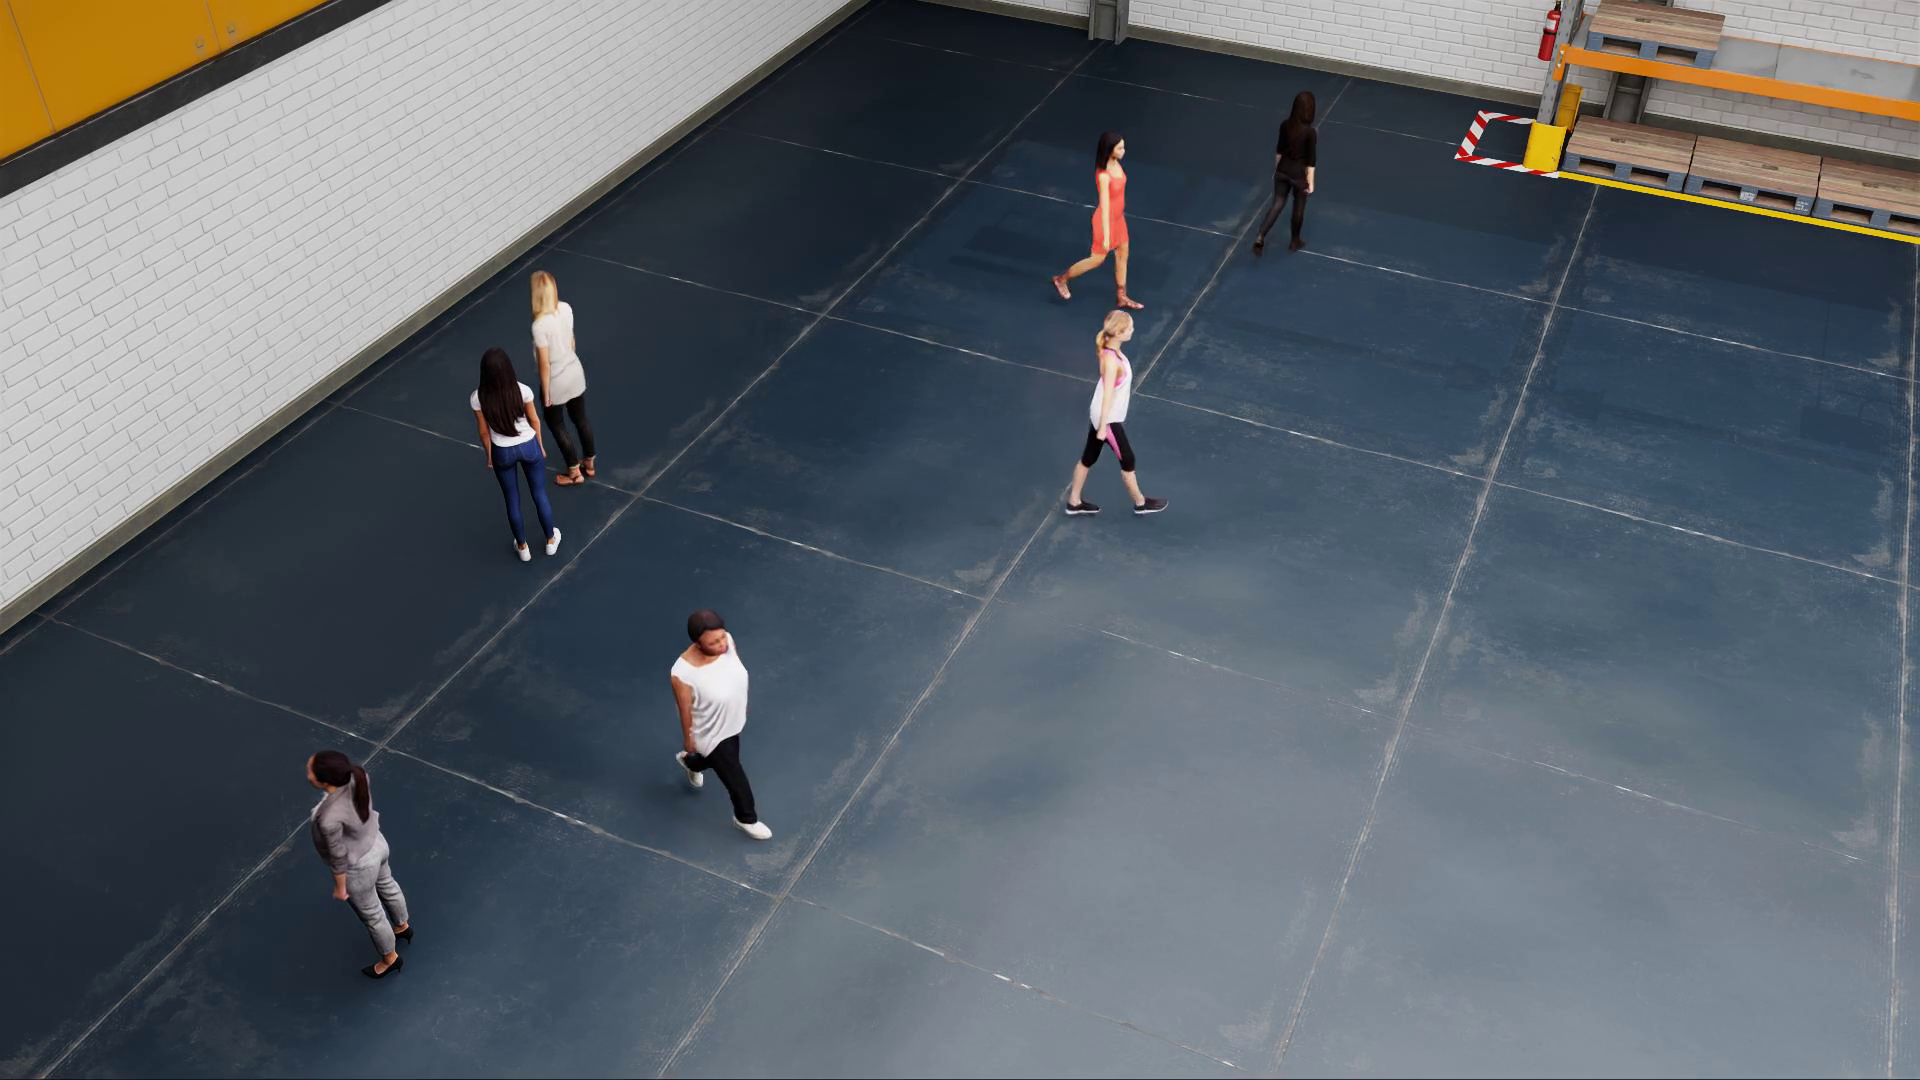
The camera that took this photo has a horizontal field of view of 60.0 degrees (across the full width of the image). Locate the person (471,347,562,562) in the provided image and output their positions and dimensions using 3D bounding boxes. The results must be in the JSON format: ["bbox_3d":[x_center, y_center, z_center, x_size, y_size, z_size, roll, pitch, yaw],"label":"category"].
[{"bbox_3d":[-3.173,-0.609,11.896,0.651,1.775,0.726,-10,40,-12],"label":"person"}]

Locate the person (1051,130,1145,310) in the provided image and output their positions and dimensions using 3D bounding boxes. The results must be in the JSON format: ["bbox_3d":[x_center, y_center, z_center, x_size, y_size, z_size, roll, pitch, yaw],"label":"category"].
[{"bbox_3d":[1.225,-2.797,14.700,1.122,1.694,0.725,10,40,12],"label":"person"}]

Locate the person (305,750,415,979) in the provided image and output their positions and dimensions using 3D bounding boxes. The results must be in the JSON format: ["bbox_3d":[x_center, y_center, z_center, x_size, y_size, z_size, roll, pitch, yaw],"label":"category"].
[{"bbox_3d":[-3.251,1.742,9.029,0.700,1.678,0.694,4,39,5],"label":"person"}]

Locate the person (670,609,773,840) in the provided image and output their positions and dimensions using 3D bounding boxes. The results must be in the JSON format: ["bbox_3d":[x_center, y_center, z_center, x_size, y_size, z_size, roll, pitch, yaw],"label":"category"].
[{"bbox_3d":[-1.475,1.047,9.910,1.010,1.664,0.690,20,43,23],"label":"person"}]

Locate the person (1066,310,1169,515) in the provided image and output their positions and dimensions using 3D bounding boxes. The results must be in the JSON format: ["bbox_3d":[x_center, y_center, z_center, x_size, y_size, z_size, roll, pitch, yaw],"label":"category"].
[{"bbox_3d":[0.988,-0.894,12.267,1.114,1.757,0.929,-1,39,-1],"label":"person"}]

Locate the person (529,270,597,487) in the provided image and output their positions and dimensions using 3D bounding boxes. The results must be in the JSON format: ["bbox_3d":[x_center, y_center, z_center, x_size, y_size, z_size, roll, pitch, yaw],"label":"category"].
[{"bbox_3d":[-2.971,-1.201,12.600,0.506,1.820,0.632,19,42,22],"label":"person"}]

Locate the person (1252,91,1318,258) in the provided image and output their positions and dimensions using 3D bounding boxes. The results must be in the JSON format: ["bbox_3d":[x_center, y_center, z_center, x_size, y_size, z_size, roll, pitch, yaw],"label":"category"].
[{"bbox_3d":[3.053,-3.359,15.460,0.972,1.623,0.821,29,47,31],"label":"person"}]
